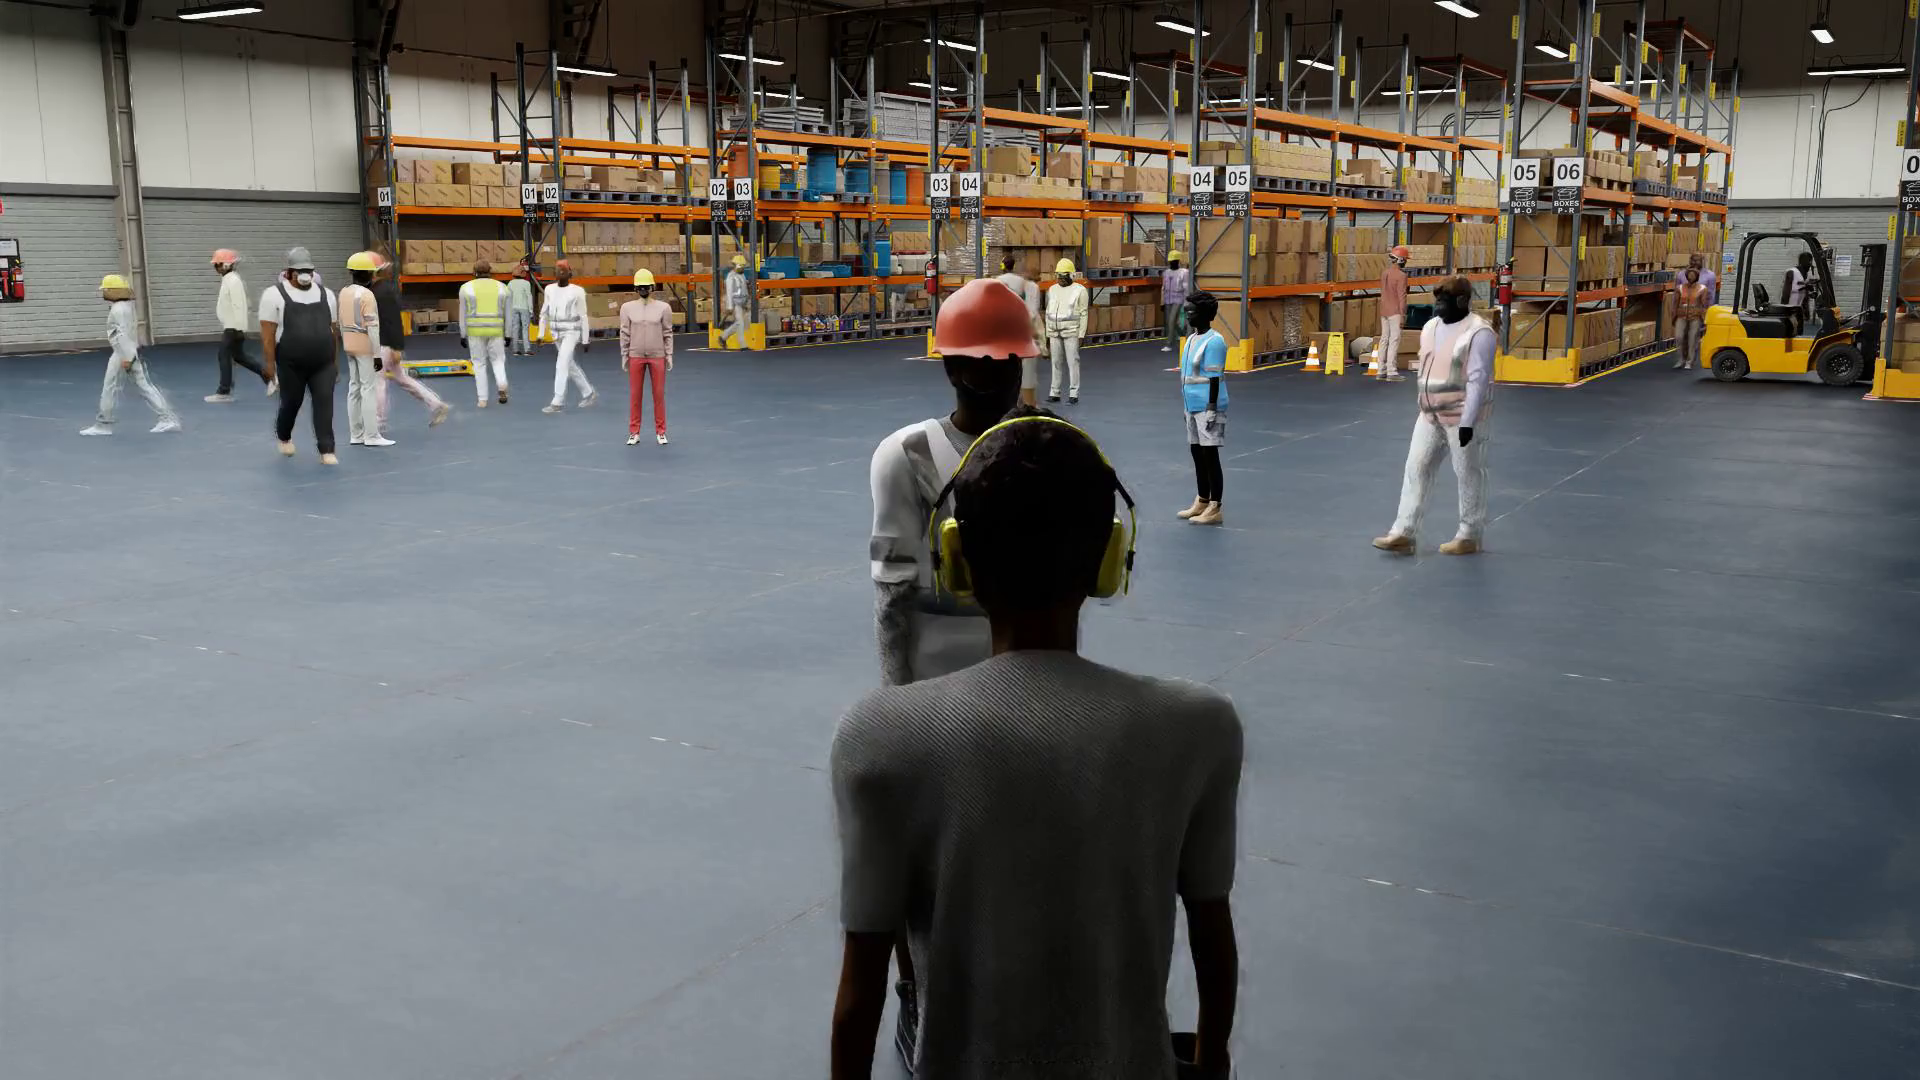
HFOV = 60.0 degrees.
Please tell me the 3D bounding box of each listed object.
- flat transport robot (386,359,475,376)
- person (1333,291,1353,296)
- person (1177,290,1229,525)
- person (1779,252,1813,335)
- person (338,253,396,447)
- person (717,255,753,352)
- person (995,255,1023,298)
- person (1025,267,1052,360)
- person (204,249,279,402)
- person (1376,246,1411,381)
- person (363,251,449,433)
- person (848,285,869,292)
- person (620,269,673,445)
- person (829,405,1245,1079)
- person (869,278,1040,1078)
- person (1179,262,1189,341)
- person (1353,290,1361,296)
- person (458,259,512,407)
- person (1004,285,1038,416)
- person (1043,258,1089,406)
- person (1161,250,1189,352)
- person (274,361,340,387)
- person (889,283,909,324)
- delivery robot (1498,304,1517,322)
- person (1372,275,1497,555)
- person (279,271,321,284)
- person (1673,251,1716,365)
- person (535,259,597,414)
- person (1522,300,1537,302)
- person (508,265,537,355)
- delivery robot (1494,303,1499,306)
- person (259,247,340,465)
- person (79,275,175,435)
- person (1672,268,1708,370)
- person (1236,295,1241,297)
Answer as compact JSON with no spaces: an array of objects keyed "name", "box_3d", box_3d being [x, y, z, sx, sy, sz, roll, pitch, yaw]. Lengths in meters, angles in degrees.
[{"name":"flat transport robot","box_3d":[-8.068,-2.629,25.371,1.431,0.197,0.652,-5,11,-28]},{"name":"person","box_3d":[8.881,-5.677,38.657,0.518,1.619,0.567,1,10,5]},{"name":"person","box_3d":[1.756,-0.955,12.026,0.321,1.689,0.529,-3,11,-16]},{"name":"person","box_3d":[13.791,-3.808,27.566,0.690,1.856,0.368,-6,12,-31]},{"name":"person","box_3d":[-5.956,-1.894,16.619,0.588,1.927,0.370,8,13,39]},{"name":"person","box_3d":[-4.190,-4.406,31.023,0.714,1.804,0.615,3,10,14]},{"name":"person","box_3d":[0.698,-3.412,25.399,0.547,1.825,0.930,-4,11,-23]},{"name":"person","box_3d":[1.333,-3.894,28.712,0.753,1.602,0.504,-5,11,-24]},{"name":"person","box_3d":[-9.285,-2.765,21.424,0.892,1.964,0.620,-5,12,-28]},{"name":"person","box_3d":[6.399,-3.324,24.466,0.401,1.986,0.617,-3,11,-17]},{"name":"person","box_3d":[-6.033,-2.118,17.833,0.981,1.953,0.635,-5,11,-24]},{"name":"person","box_3d":[-2.731,-7.132,45.969,0.621,1.913,0.973,6,12,30]},{"name":"person","box_3d":[-3.145,-1.834,16.730,0.527,1.767,0.331,-1,10,-7]},{"name":"person","box_3d":[0.107,0.744,2.139,0.510,1.824,0.966,1,10,4]},{"name":"person","box_3d":[0.047,0.343,4.054,0.542,1.939,0.368,-6,12,-31]},{"name":"person","box_3d":[4.791,-4.969,34.451,0.529,1.710,0.935,6,12,31]},{"name":"person","box_3d":[10.298,-6.707,43.243,0.367,2.046,0.608,4,11,22]},{"name":"person","box_3d":[-5.864,-2.543,20.537,0.630,1.831,0.444,-5,11,-27]},{"name":"person","box_3d":[0.187,-0.511,9.146,0.533,1.828,0.414,8,13,38]},{"name":"person","box_3d":[1.309,-2.594,20.801,0.588,1.834,0.403,7,12,34]},{"name":"person","box_3d":[4.071,-4.505,31.322,0.832,1.900,0.598,-9,14,-42]},{"name":"person","box_3d":[-9.330,-3.038,23.445,0.955,1.783,0.602,-4,11,-21]},{"name":"person","box_3d":[-1.486,-6.069,40.900,0.514,1.613,0.743,3,11,19]},{"name":"delivery robot","box_3d":[13.104,-5.487,40.323,0.707,0.478,0.477,-1,10,-6]},{"name":"person","box_3d":[3.051,-0.779,10.679,0.834,1.811,0.661,-5,11,-26]},{"name":"person","box_3d":[-10.441,-3.625,26.408,0.631,1.908,0.933,-2,10,-10]},{"name":"person","box_3d":[12.313,-3.891,27.914,0.650,1.888,0.662,6,12,32]},{"name":"person","box_3d":[-4.725,-2.471,20.113,0.580,1.844,0.984,6,12,29]},{"name":"person","box_3d":[14.178,-6.307,41.440,0.421,1.891,0.659,5,11,25]},{"name":"person","box_3d":[-7.942,-4.158,30.122,0.500,1.633,0.280,4,11,21]},{"name":"delivery robot","box_3d":[13.185,-5.588,40.888,0.477,0.478,0.707,-2,10,-13]},{"name":"person","box_3d":[-6.097,-1.727,15.363,0.698,2.000,0.895,-8,13,-38]},{"name":"person","box_3d":[-8.863,-1.963,17.653,0.910,1.697,0.502,-3,11,-17]},{"name":"person","box_3d":[11.646,-3.528,26.597,0.546,1.615,0.588,7,12,35]},{"name":"person","box_3d":[5.397,-4.420,30.779,0.579,1.920,0.420,6,12,32]}]
